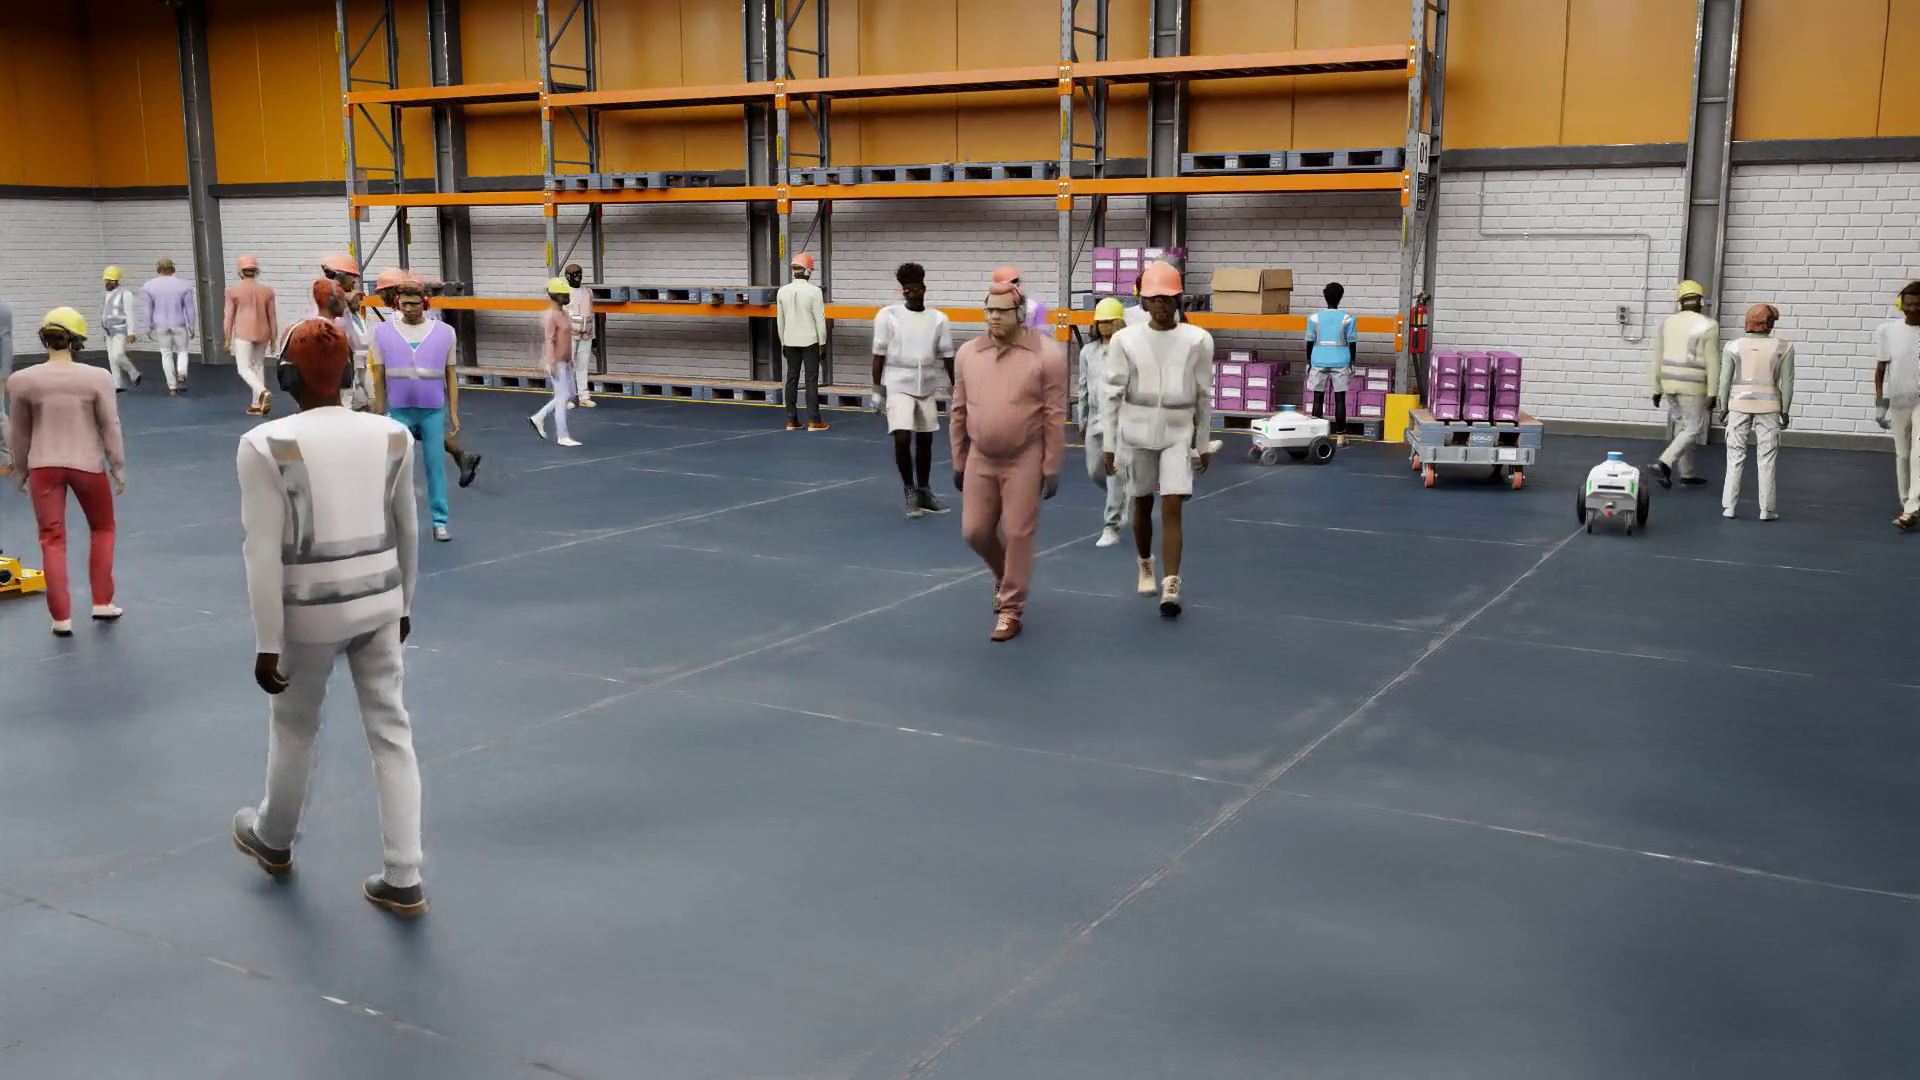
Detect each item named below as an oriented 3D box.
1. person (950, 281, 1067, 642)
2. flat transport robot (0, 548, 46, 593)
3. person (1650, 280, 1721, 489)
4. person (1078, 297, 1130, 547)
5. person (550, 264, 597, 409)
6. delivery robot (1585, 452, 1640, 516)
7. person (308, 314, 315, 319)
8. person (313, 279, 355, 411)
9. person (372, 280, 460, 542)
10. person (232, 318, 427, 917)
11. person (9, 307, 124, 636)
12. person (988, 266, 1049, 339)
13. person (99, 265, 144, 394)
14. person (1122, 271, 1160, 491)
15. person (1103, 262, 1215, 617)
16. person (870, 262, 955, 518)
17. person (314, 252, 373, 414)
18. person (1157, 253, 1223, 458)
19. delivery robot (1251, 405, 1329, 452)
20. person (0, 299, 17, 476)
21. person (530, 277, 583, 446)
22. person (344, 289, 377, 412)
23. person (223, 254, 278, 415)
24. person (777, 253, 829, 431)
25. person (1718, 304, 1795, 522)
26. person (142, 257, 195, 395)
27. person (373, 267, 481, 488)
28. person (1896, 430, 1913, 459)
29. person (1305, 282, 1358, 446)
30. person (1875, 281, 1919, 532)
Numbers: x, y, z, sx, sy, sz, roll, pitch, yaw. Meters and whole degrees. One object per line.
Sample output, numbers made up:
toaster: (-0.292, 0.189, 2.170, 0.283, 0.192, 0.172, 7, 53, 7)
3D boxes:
person: (0.257, -0.430, 8.871, 0.645, 1.889, 0.576, 4, 11, 22)
flat transport robot: (-6.062, 0.262, 9.518, 0.652, 0.197, 1.431, 6, 12, 29)
person: (6.133, -1.301, 14.088, 0.694, 1.785, 0.622, -5, 11, -25)
person: (1.085, -0.842, 11.687, 0.488, 1.724, 0.679, 6, 12, 30)
person: (-4.930, -2.612, 21.352, 0.429, 1.845, 0.622, 9, 14, 42)
delivery robot: (4.798, -0.403, 12.214, 0.477, 0.478, 0.707, 4, 11, 23)
person: (-7.053, -2.019, 18.666, 0.505, 1.591, 0.817, -7, 12, -33)
person: (-4.598, -0.958, 11.995, 0.952, 1.850, 0.589, -9, 13, -42)
person: (-3.788, -0.893, 11.629, 0.564, 1.837, 0.402, -3, 11, -18)
person: (-2.018, 0.228, 5.264, 0.951, 1.837, 0.602, 10, 14, 44)
person: (-4.795, -0.376, 8.957, 0.556, 1.729, 0.613, -3, 10, -17)
person: (0.561, -1.619, 15.612, 0.628, 1.877, 0.440, 1, 10, 5)
person: (-11.722, -2.913, 23.148, 0.628, 1.805, 0.438, 6, 12, 31)
person: (1.568, -1.337, 14.067, 0.517, 1.865, 0.328, 6, 12, 30)
person: (1.126, -0.582, 9.485, 0.619, 2.001, 0.968, 2, 10, 9)
person: (-0.295, -1.128, 12.650, 0.726, 1.937, 0.560, -5, 11, -26)
person: (-5.259, -1.446, 14.249, 0.670, 2.014, 0.629, -6, 12, -30)
person: (2.093, -1.820, 16.299, 1.002, 2.000, 0.692, 0, 10, -1)
delivery robot: (3.144, -1.046, 15.860, 0.707, 0.478, 0.477, -3, 11, -18)
person: (-8.754, -1.500, 14.828, 0.632, 1.948, 0.420, -1, 10, -7)
person: (-4.211, -1.844, 17.247, 0.508, 1.752, 0.534, 1, 10, 6)
person: (-6.208, -1.758, 17.098, 0.366, 1.626, 0.547, 1, 10, 8)
person: (-8.577, -2.478, 20.210, 0.800, 1.973, 0.613, 9, 13, 41)
person: (-1.761, -2.217, 18.684, 0.610, 1.993, 0.380, 5, 11, 25)
person: (5.994, -0.957, 12.557, 0.515, 1.636, 0.315, 7, 12, 33)
person: (-10.994, -2.970, 23.144, 0.644, 1.921, 0.458, -4, 11, -23)
person: (-4.450, -1.294, 13.725, 0.749, 1.906, 0.583, 0, 10, 0)
person: (9.273, -1.565, 16.011, 0.271, 1.631, 0.507, 1, 10, 8)
person: (3.842, -1.813, 17.236, 0.542, 1.695, 0.316, 3, 11, 18)
person: (6.968, -0.976, 12.167, 0.548, 1.817, 0.861, 8, 13, 38)
